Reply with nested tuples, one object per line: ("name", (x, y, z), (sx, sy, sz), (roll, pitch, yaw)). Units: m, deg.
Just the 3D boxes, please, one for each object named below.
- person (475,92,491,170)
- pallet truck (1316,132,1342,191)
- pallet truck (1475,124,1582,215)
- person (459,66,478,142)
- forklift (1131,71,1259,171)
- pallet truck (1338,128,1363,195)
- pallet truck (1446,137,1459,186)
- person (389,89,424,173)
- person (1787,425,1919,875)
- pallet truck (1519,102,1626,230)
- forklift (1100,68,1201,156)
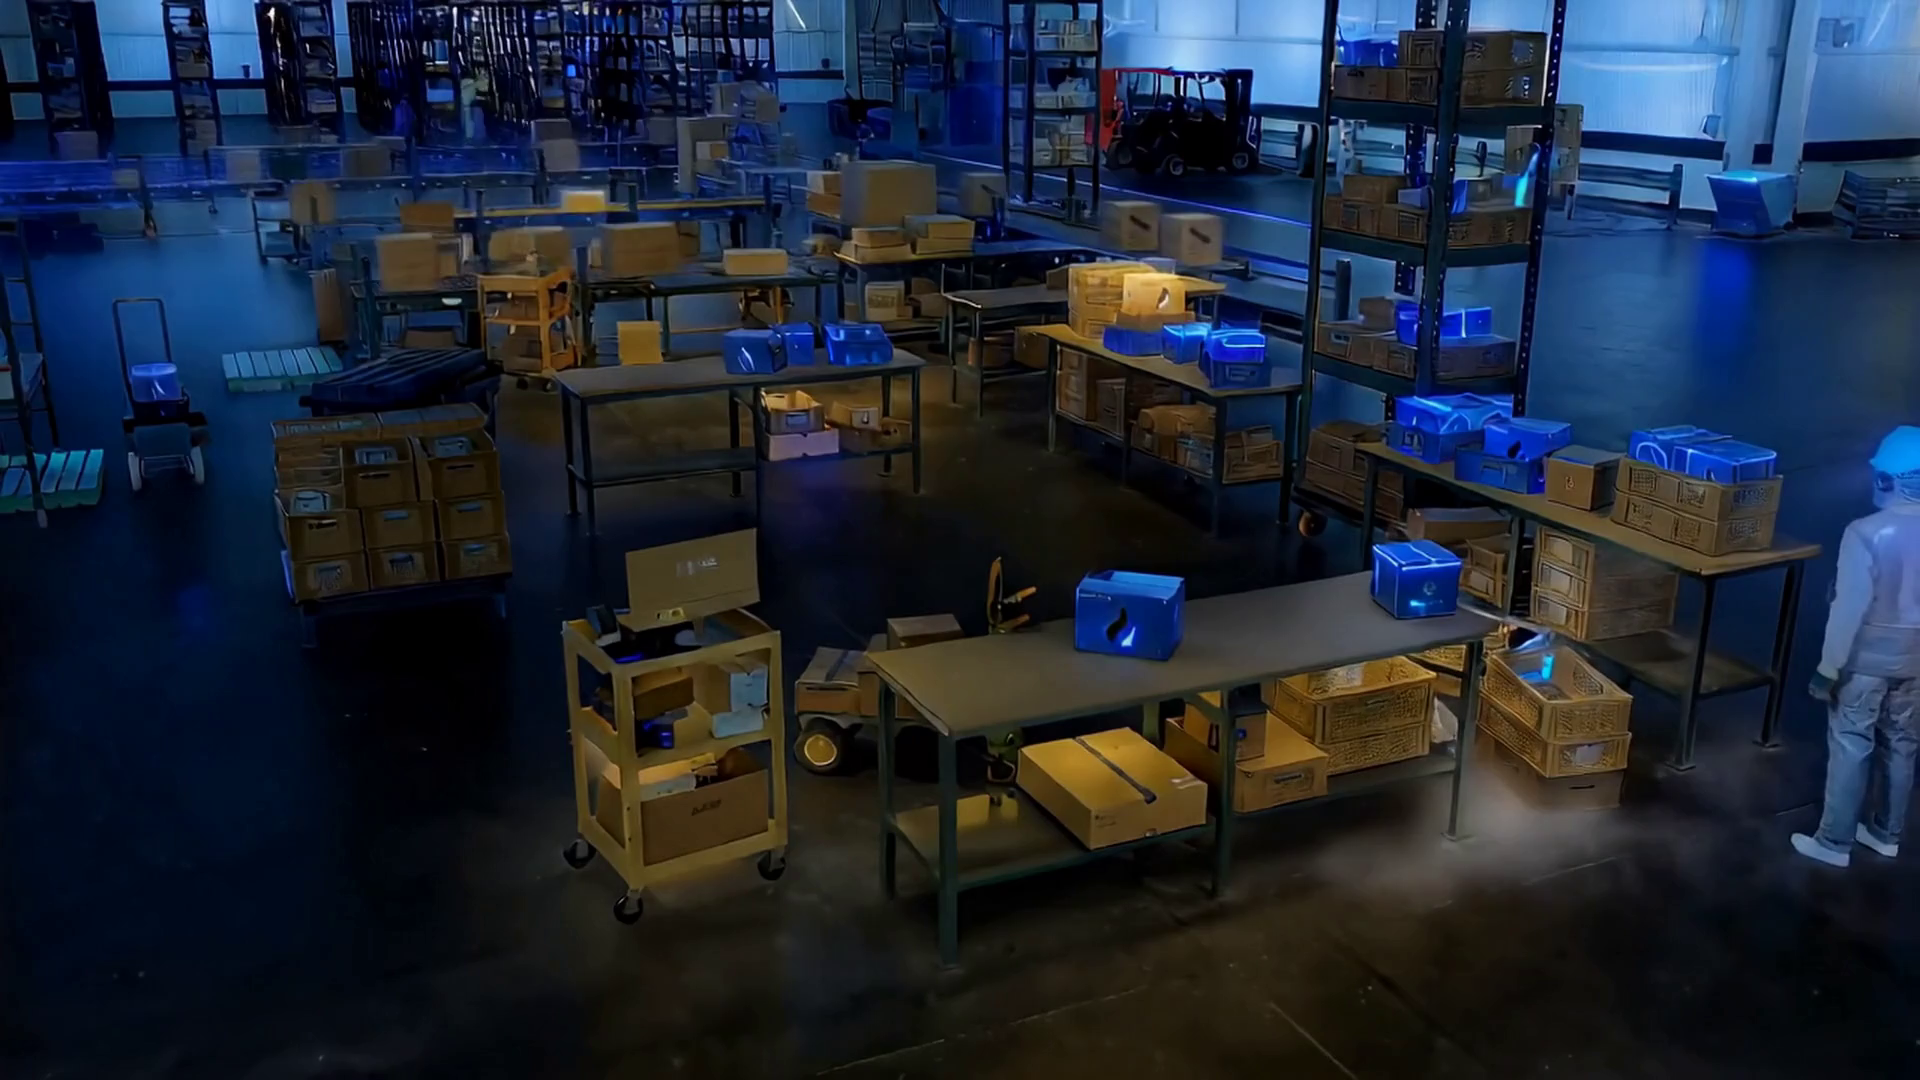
("person", (-9.938, -8.442, 34.736), (0.361, 1.754, 0.535), (-5, 18, -15))
("pallet truck", (7.723, -7.504, 32.656), (1.601, 1.201, 0.680), (-8, 19, -23))
("pallet truck", (9.707, -6.455, 28.103), (1.885, 1.965, 0.823), (-7, 19, -20))
("person", (-13.201, -11.667, 44.553), (0.552, 1.980, 0.653), (-16, 24, -41))
("forklift", (4.998, -8.936, 35.413), (2.680, 1.987, 1.157), (-9, 20, -25))
("pallet truck", (7.845, -7.140, 31.411), (1.522, 1.261, 0.704), (-9, 20, -25))
("pallet truck", (9.184, -6.485, 29.328), (1.630, 1.274, 0.653), (-8, 19, -23))
("person", (-11.812, -8.623, 35.236), (0.909, 1.816, 0.577), (-4, 18, -11))
("person", (3.655, 0.447, 6.629), (0.601, 1.830, 0.403), (-5, 18, -15))
("pallet truck", (9.972, -6.037, 26.785), (1.885, 1.965, 0.823), (-9, 20, -25))
("forklift", (4.082, -9.564, 37.410), (2.680, 1.987, 1.157), (-8, 19, -23))
